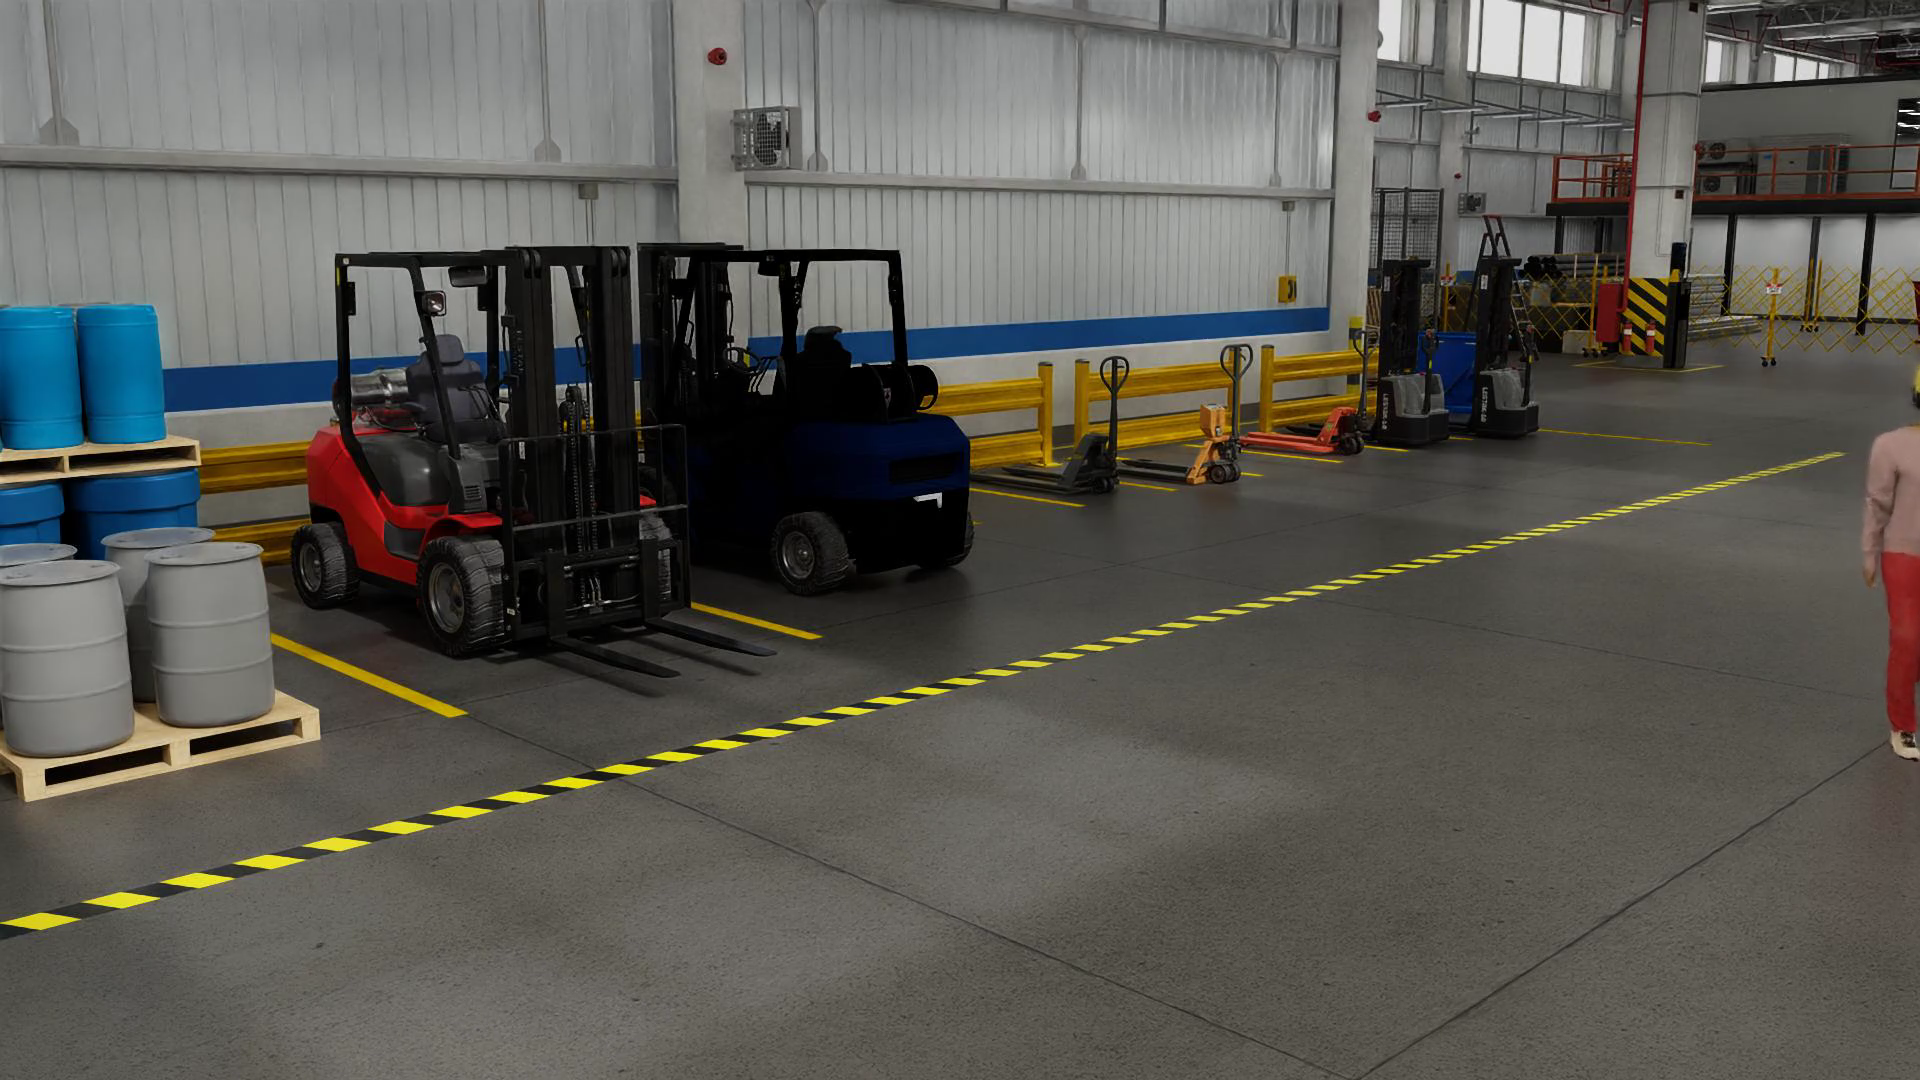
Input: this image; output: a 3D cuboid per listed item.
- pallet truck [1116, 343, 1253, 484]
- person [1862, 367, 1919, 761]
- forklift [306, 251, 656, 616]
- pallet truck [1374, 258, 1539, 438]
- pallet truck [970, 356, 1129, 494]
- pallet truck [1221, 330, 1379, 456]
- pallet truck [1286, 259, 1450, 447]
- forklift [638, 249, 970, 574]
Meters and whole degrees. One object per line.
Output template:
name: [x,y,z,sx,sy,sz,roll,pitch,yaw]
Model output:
pallet truck: [1.962,-1.215,15.415,1.522,1.261,0.704,10,14,43]
person: [4.224,0.046,7.294,0.531,1.745,0.644,2,11,10]
forklift: [-2.833,-0.669,9.694,1.157,1.987,2.680,-10,14,-44]
pallet truck: [5.704,-2.208,18.901,1.885,1.965,0.823,10,14,43]
pallet truck: [0.784,-1.085,14.876,0.680,1.201,1.601,-10,14,-44]
pallet truck: [3.563,-1.581,17.381,0.653,1.274,1.630,-10,14,-44]
pallet truck: [4.493,-2.078,18.196,0.823,1.965,1.885,-9,14,-40]
forklift: [-1.173,-0.958,11.239,2.680,1.987,1.157,10,14,43]
